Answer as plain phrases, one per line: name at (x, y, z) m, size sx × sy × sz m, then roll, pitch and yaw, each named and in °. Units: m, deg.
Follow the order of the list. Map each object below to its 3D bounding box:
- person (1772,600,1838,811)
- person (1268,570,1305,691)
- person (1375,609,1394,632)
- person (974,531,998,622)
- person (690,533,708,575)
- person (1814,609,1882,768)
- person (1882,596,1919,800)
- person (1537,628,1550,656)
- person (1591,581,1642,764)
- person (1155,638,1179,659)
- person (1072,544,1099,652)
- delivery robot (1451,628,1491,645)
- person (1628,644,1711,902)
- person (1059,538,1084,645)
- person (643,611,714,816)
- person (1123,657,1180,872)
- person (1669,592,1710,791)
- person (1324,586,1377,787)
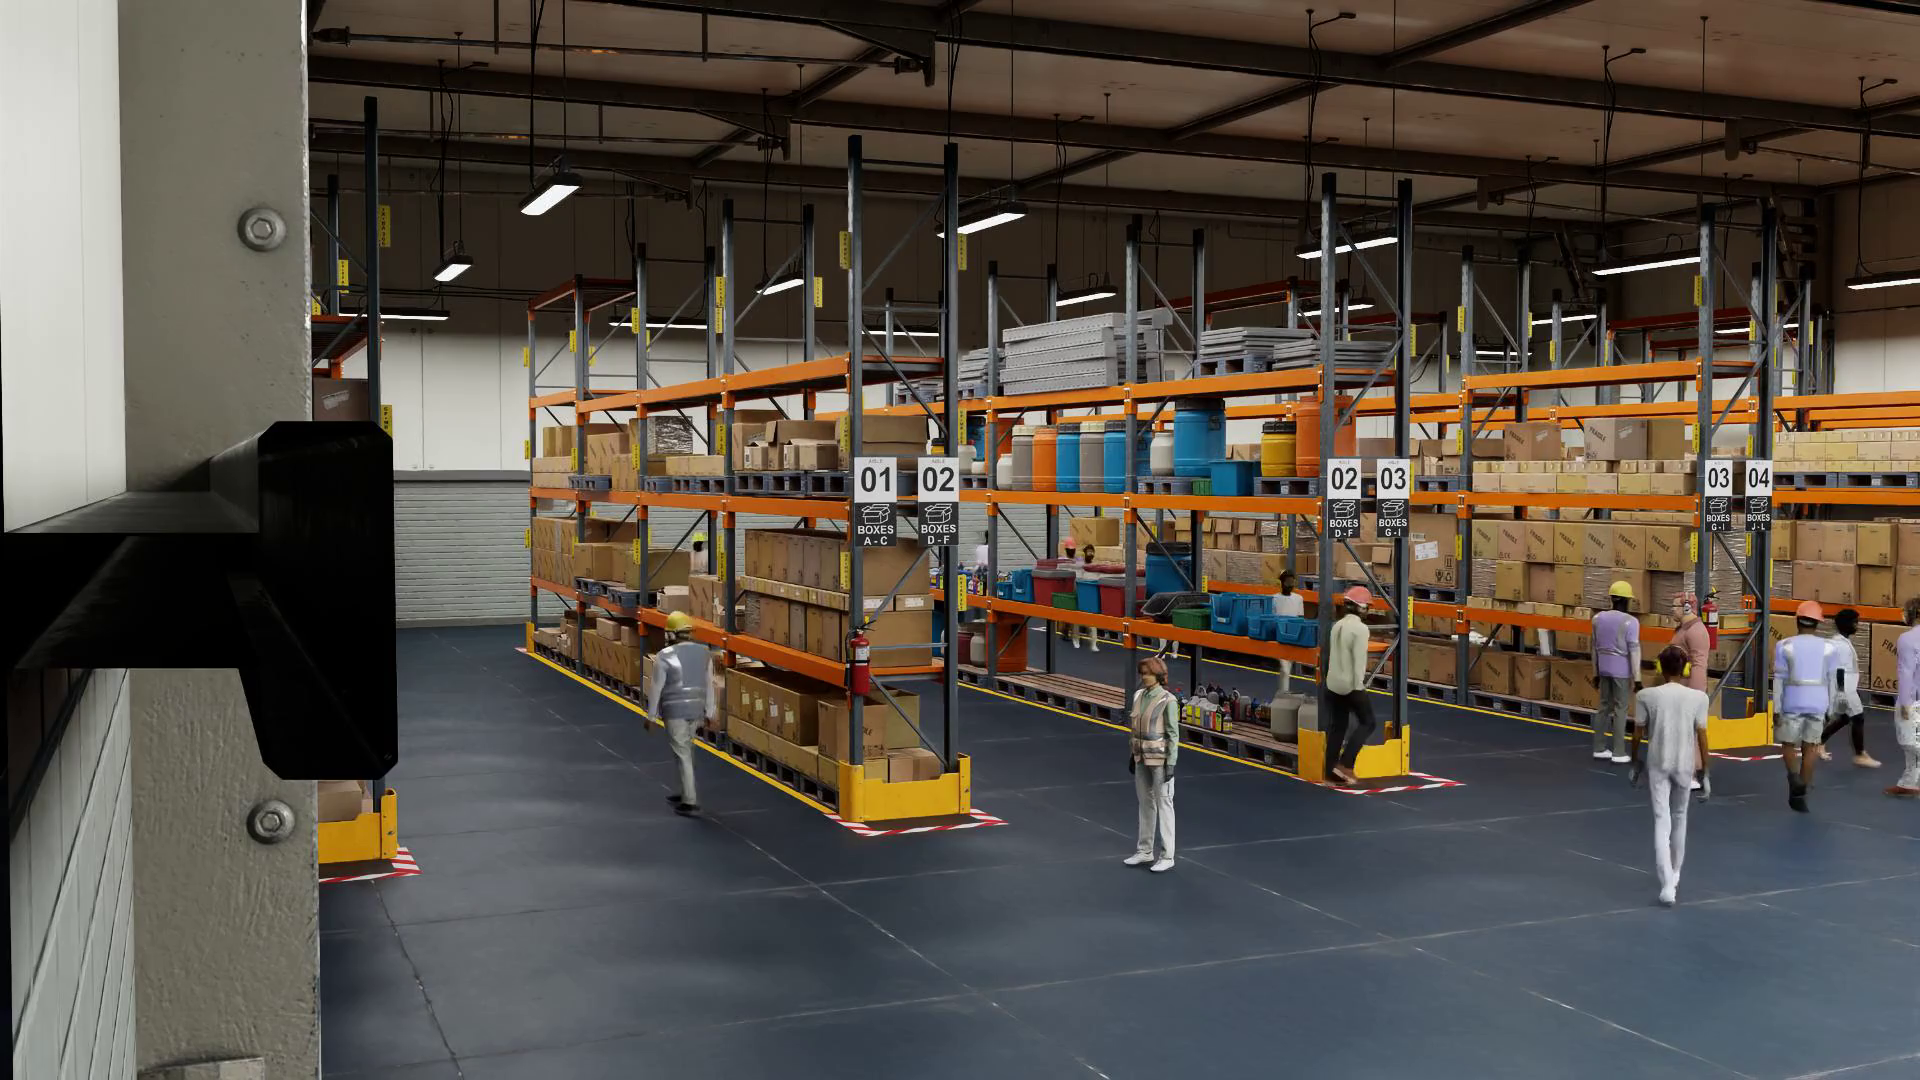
person at (7.632, 1.502, 16.169) m, size 0.551 × 1.910 × 0.559 m, roll 0°, pitch 2°, yaw 13°
person at (4.141, 1.301, 22.338) m, size 0.515 × 1.838 × 0.877 m, roll -1°, pitch 2°, yaw -22°
person at (7.159, 1.116, 30.006) m, size 0.523 × 1.592 × 0.801 m, roll -1°, pitch 2°, yaw -28°
person at (0.641, 0.736, 36.479) m, size 0.970 × 1.868 × 0.622 m, roll -2°, pitch 3°, yaw -39°
person at (-5.037, 0.806, 34.628) m, size 0.604 × 1.879 × 1.000 m, roll 2°, pitch 3°, yaw 38°
person at (9.204, 1.532, 18.641) m, size 0.689 × 1.653 × 0.560 m, roll 1°, pitch 2°, yaw 22°
person at (8.959, 1.477, 16.629) m, size 0.633 × 1.919 × 0.738 m, roll -1°, pitch 3°, yaw -32°
person at (9.125, 1.060, 28.189) m, size 0.605 × 1.857 × 0.651 m, roll -1°, pitch 2°, yaw -21°
person at (6.950, 1.390, 18.927) m, size 0.394 × 1.915 × 0.601 m, roll -1°, pitch 2°, yaw -27°
person at (3.382, 1.129, 29.297) m, size 0.500 × 1.636 × 0.280 m, roll -1°, pitch 2°, yaw -19°
person at (2.151, 0.978, 30.728) m, size 0.505 × 1.841 × 0.897 m, roll 0°, pitch 2°, yaw -13°
delivery robot at (8.229, 1.655, 28.830) m, size 0.477 × 0.478 × 0.707 m, roll -1°, pitch 2°, yaw -19°
person at (5.144, 1.665, 13.003) m, size 0.542 × 1.819 × 0.973 m, roll 1°, pitch 2°, yaw 18°
person at (1.970, 0.901, 32.015) m, size 0.554 × 1.893 × 0.985 m, roll -1°, pitch 2°, yaw -23°
person at (-2.579, 1.546, 16.149) m, size 0.743 × 1.801 × 0.601 m, roll 2°, pitch 3°, yaw 41°
person at (1.491, 1.721, 13.834) m, size 0.306 × 1.637 × 0.522 m, roll -1°, pitch 3°, yaw -34°
person at (7.019, 1.454, 17.344) m, size 0.403 × 1.906 × 0.652 m, roll 0°, pitch 2°, yaw 12°
person at (3.798, 1.426, 17.468) m, size 0.572 × 1.954 × 0.627 m, roll -1°, pitch 2°, yaw -21°
